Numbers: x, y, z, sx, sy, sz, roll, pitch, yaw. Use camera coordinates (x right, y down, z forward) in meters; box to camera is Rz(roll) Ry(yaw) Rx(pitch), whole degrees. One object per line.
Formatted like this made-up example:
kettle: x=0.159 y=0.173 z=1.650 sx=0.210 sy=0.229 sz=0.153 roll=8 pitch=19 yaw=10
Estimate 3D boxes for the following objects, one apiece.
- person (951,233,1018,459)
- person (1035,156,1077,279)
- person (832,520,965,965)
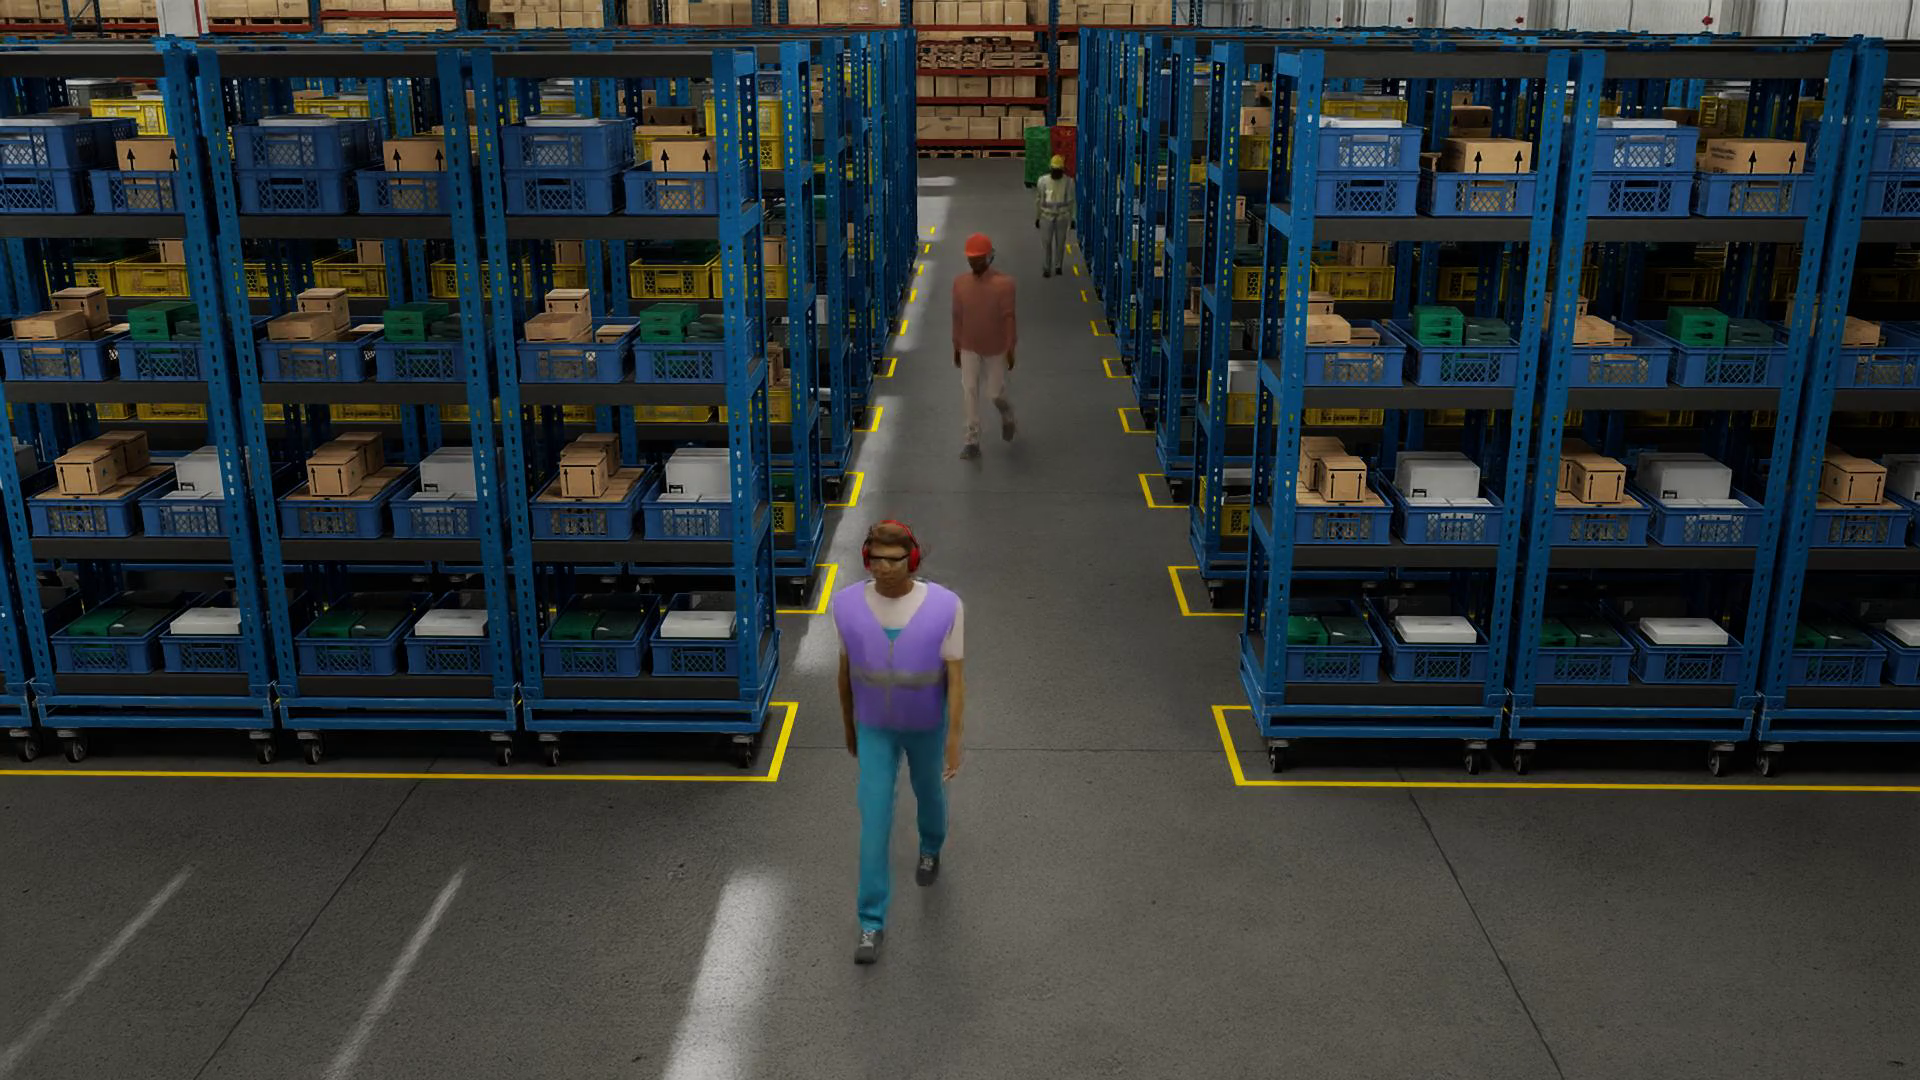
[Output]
person: x=0.227 y=-1.714 z=14.589 sx=0.630 sy=1.973 sz=0.629 roll=7 pitch=19 yaw=22
person: x=1.417 y=-4.791 z=24.703 sx=0.619 sy=1.779 sz=0.941 roll=1 pitch=17 yaw=3
person: x=-0.251 y=0.758 z=7.002 sx=0.562 sy=1.807 sz=0.972 roll=2 pitch=18 yaw=6
